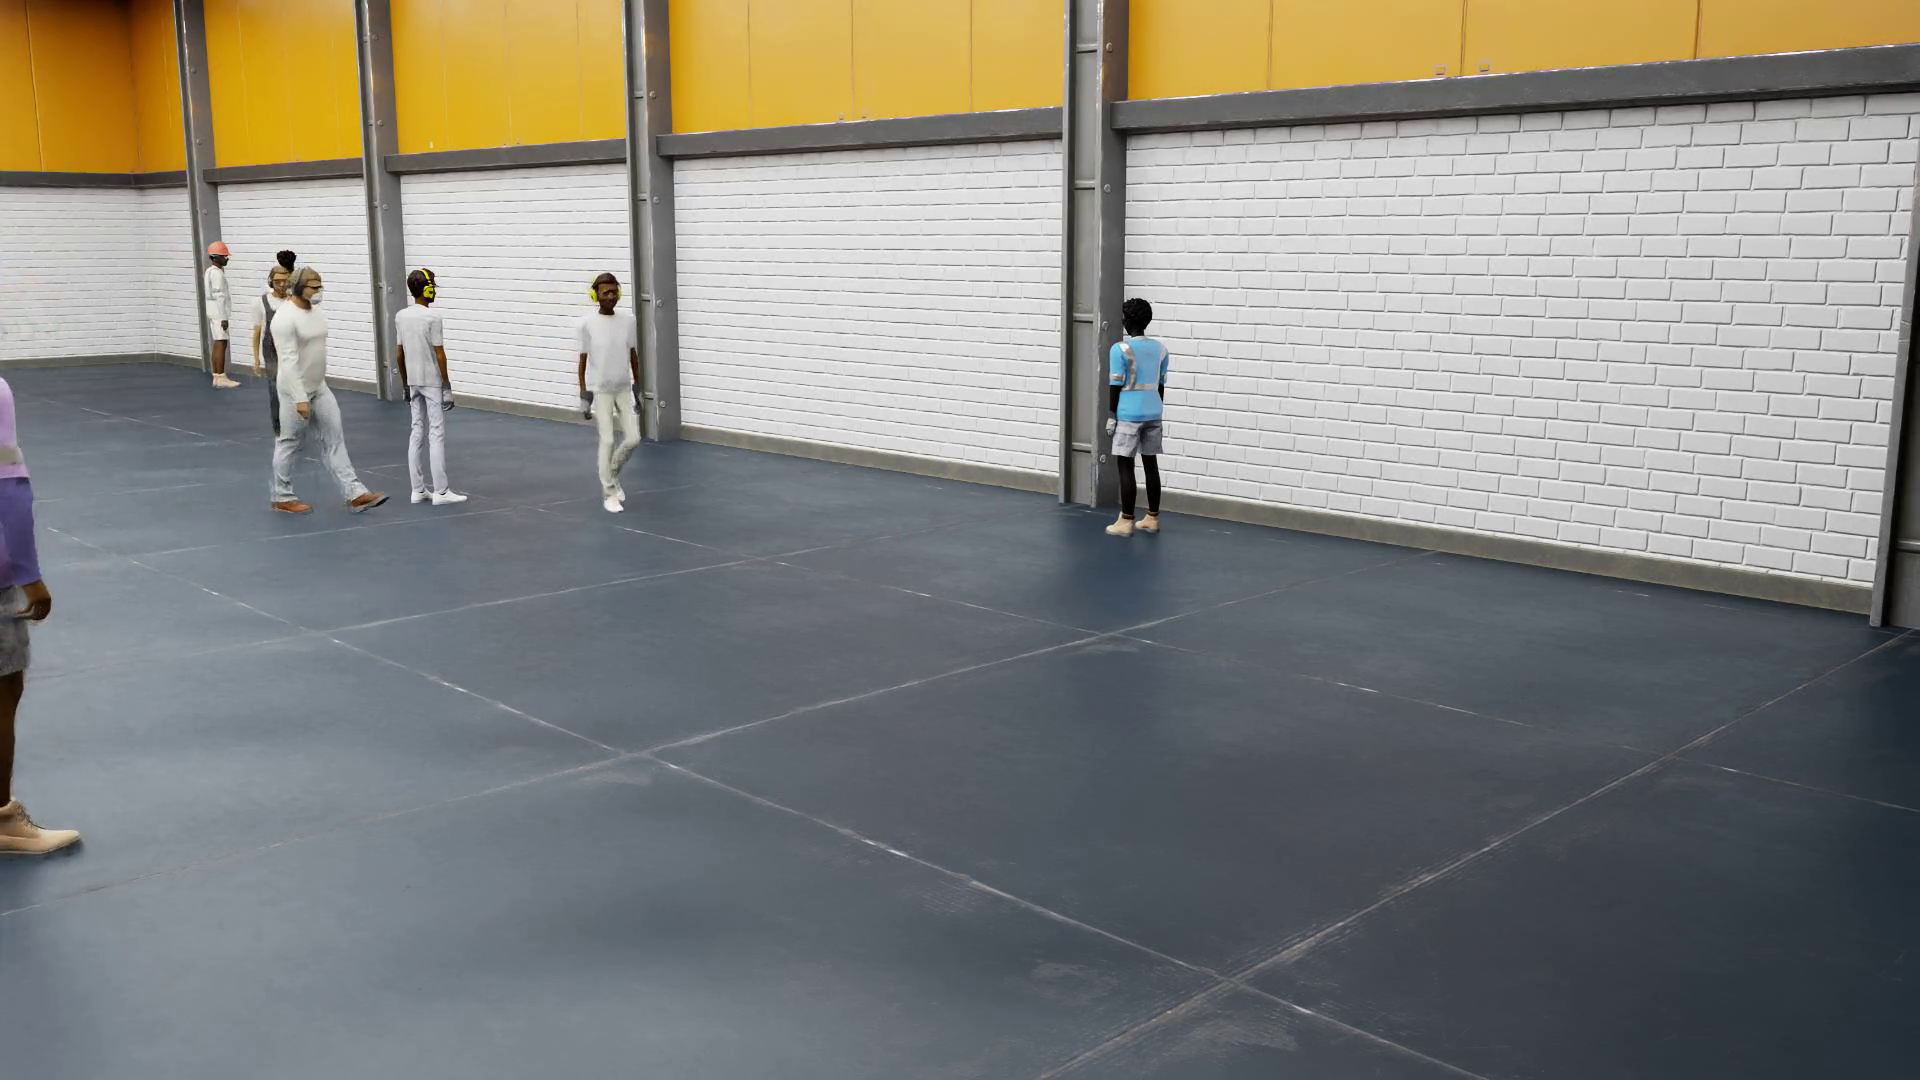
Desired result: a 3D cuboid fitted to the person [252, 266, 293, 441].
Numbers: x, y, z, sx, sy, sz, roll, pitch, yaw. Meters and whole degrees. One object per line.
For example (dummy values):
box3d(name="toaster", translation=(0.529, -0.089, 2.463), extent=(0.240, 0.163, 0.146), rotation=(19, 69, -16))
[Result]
box3d(name="person", translation=(-6.680, -1.784, 16.445), extent=(0.551, 1.829, 0.511), rotation=(-7, 13, -34))

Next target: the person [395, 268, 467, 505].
box3d(name="person", translation=(-4.238, -1.216, 13.237), extent=(0.518, 1.873, 0.328), rotation=(5, 12, 27))

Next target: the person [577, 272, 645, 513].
box3d(name="person", translation=(-2.700, -1.142, 12.878), extent=(0.552, 1.853, 0.440), rotation=(-8, 13, -36))

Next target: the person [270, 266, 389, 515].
box3d(name="person", translation=(-4.846, -1.105, 12.560), extent=(0.963, 1.890, 0.658), rotation=(2, 11, 12))

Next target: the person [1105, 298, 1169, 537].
box3d(name="person", translation=(1.260, -0.872, 11.858), extent=(0.532, 1.694, 0.319), rotation=(-8, 13, -37))

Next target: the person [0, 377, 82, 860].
box3d(name="person", translation=(-3.389, 0.129, 5.625), extent=(0.712, 1.989, 0.412), rotation=(5, 12, 25))

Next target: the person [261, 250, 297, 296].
box3d(name="person", translation=(-7.687, -2.347, 19.145), extent=(0.600, 1.967, 0.367), rotation=(-5, 11, -24))

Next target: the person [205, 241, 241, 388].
box3d(name="person", translation=(-10.350, -3.154, 23.335), extent=(0.391, 2.041, 0.615), rotation=(-7, 12, -32))
